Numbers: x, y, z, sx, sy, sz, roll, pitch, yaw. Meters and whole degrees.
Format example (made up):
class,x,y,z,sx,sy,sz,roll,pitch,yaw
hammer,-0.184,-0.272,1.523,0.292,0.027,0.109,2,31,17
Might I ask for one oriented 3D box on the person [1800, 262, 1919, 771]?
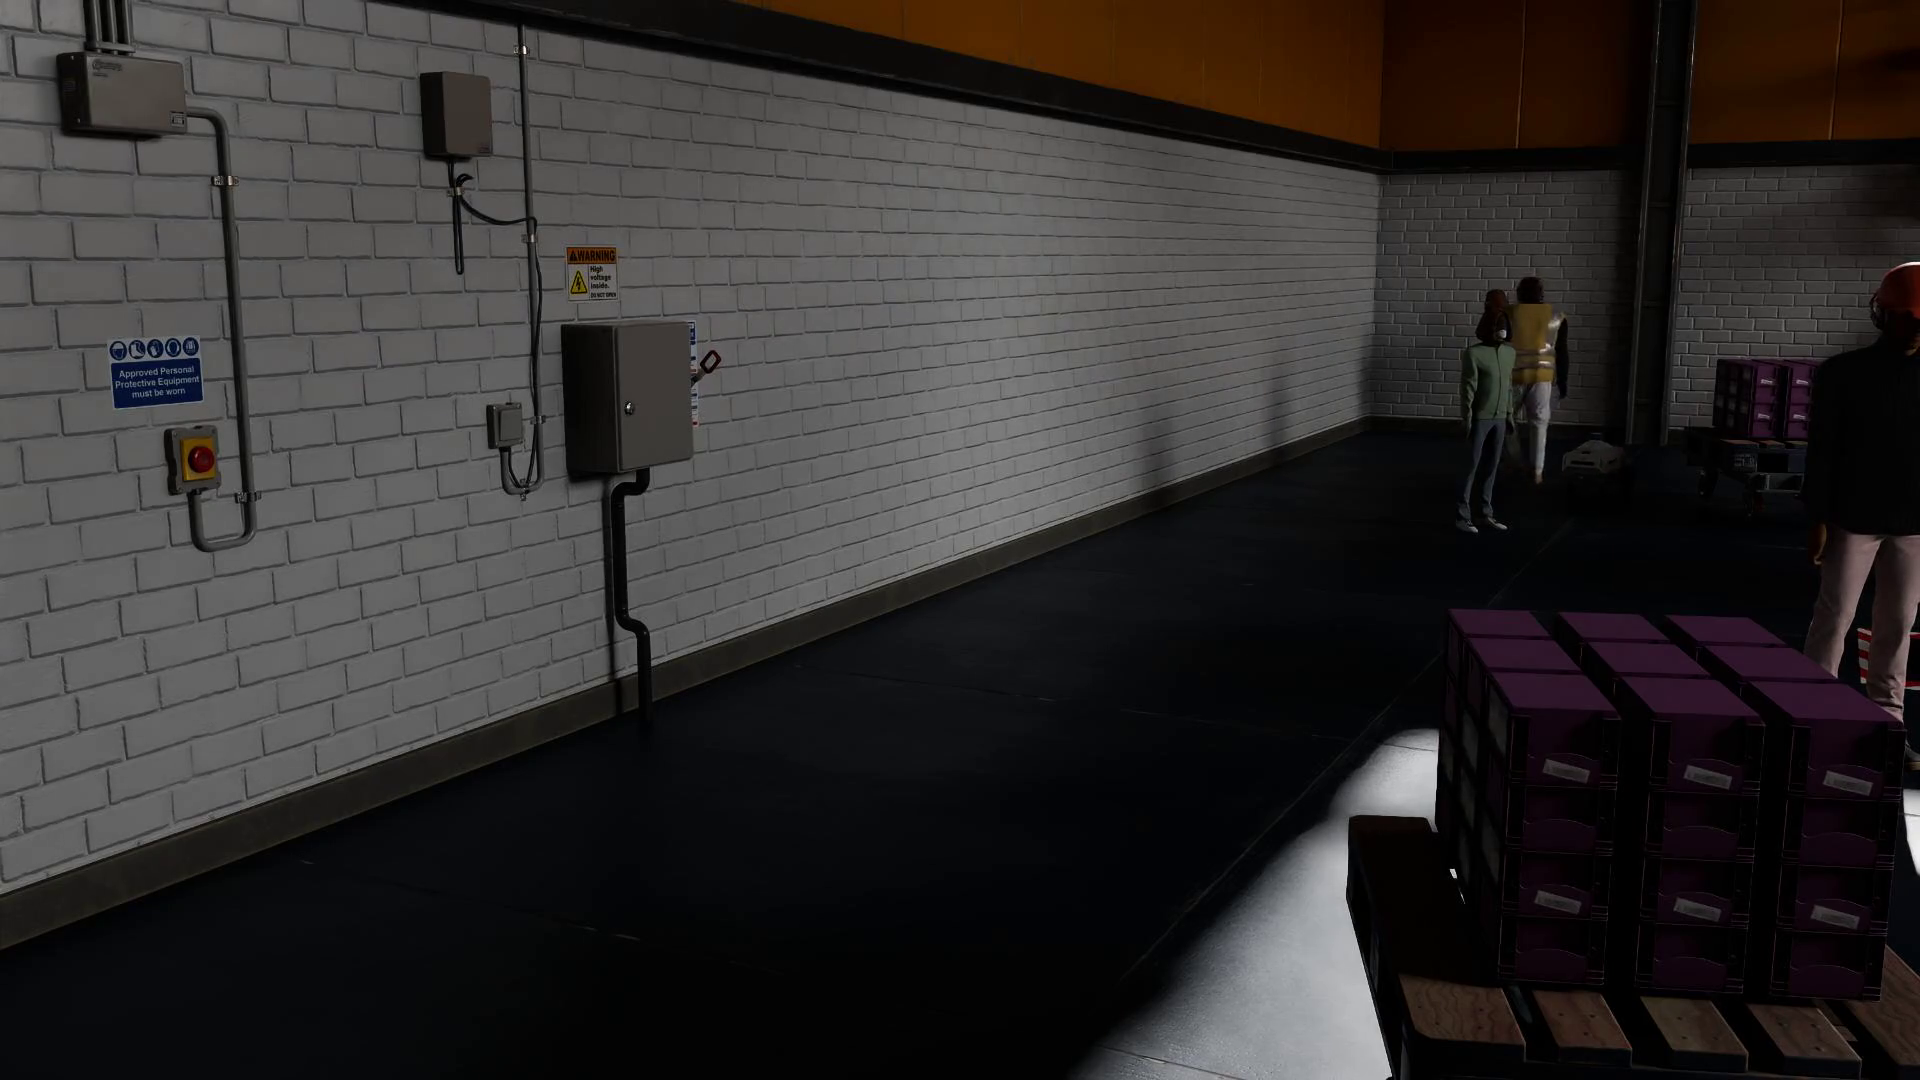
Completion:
class,x,y,z,sx,sy,sz,roll,pitch,yaw
person,3.599,-0.078,6.484,0.609,1.986,0.392,0,10,1

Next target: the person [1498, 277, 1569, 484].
class,x,y,z,sx,sy,sz,roll,pitch,yaw
person,5.001,-1.409,14.698,0.731,1.811,0.472,1,10,9

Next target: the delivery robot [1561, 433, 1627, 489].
class,x,y,z,sx,sy,sz,roll,pitch,yaw
delivery robot,5.178,-0.633,13.568,0.477,0.478,0.707,7,12,36

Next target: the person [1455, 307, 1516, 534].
class,x,y,z,sx,sy,sz,roll,pitch,yaw
person,3.826,-0.866,12.066,0.507,1.632,0.268,-6,11,-29

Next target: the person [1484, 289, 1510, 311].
class,x,y,z,sx,sy,sz,roll,pitch,yaw
person,5.705,-1.855,17.787,0.287,1.635,0.500,7,12,34
